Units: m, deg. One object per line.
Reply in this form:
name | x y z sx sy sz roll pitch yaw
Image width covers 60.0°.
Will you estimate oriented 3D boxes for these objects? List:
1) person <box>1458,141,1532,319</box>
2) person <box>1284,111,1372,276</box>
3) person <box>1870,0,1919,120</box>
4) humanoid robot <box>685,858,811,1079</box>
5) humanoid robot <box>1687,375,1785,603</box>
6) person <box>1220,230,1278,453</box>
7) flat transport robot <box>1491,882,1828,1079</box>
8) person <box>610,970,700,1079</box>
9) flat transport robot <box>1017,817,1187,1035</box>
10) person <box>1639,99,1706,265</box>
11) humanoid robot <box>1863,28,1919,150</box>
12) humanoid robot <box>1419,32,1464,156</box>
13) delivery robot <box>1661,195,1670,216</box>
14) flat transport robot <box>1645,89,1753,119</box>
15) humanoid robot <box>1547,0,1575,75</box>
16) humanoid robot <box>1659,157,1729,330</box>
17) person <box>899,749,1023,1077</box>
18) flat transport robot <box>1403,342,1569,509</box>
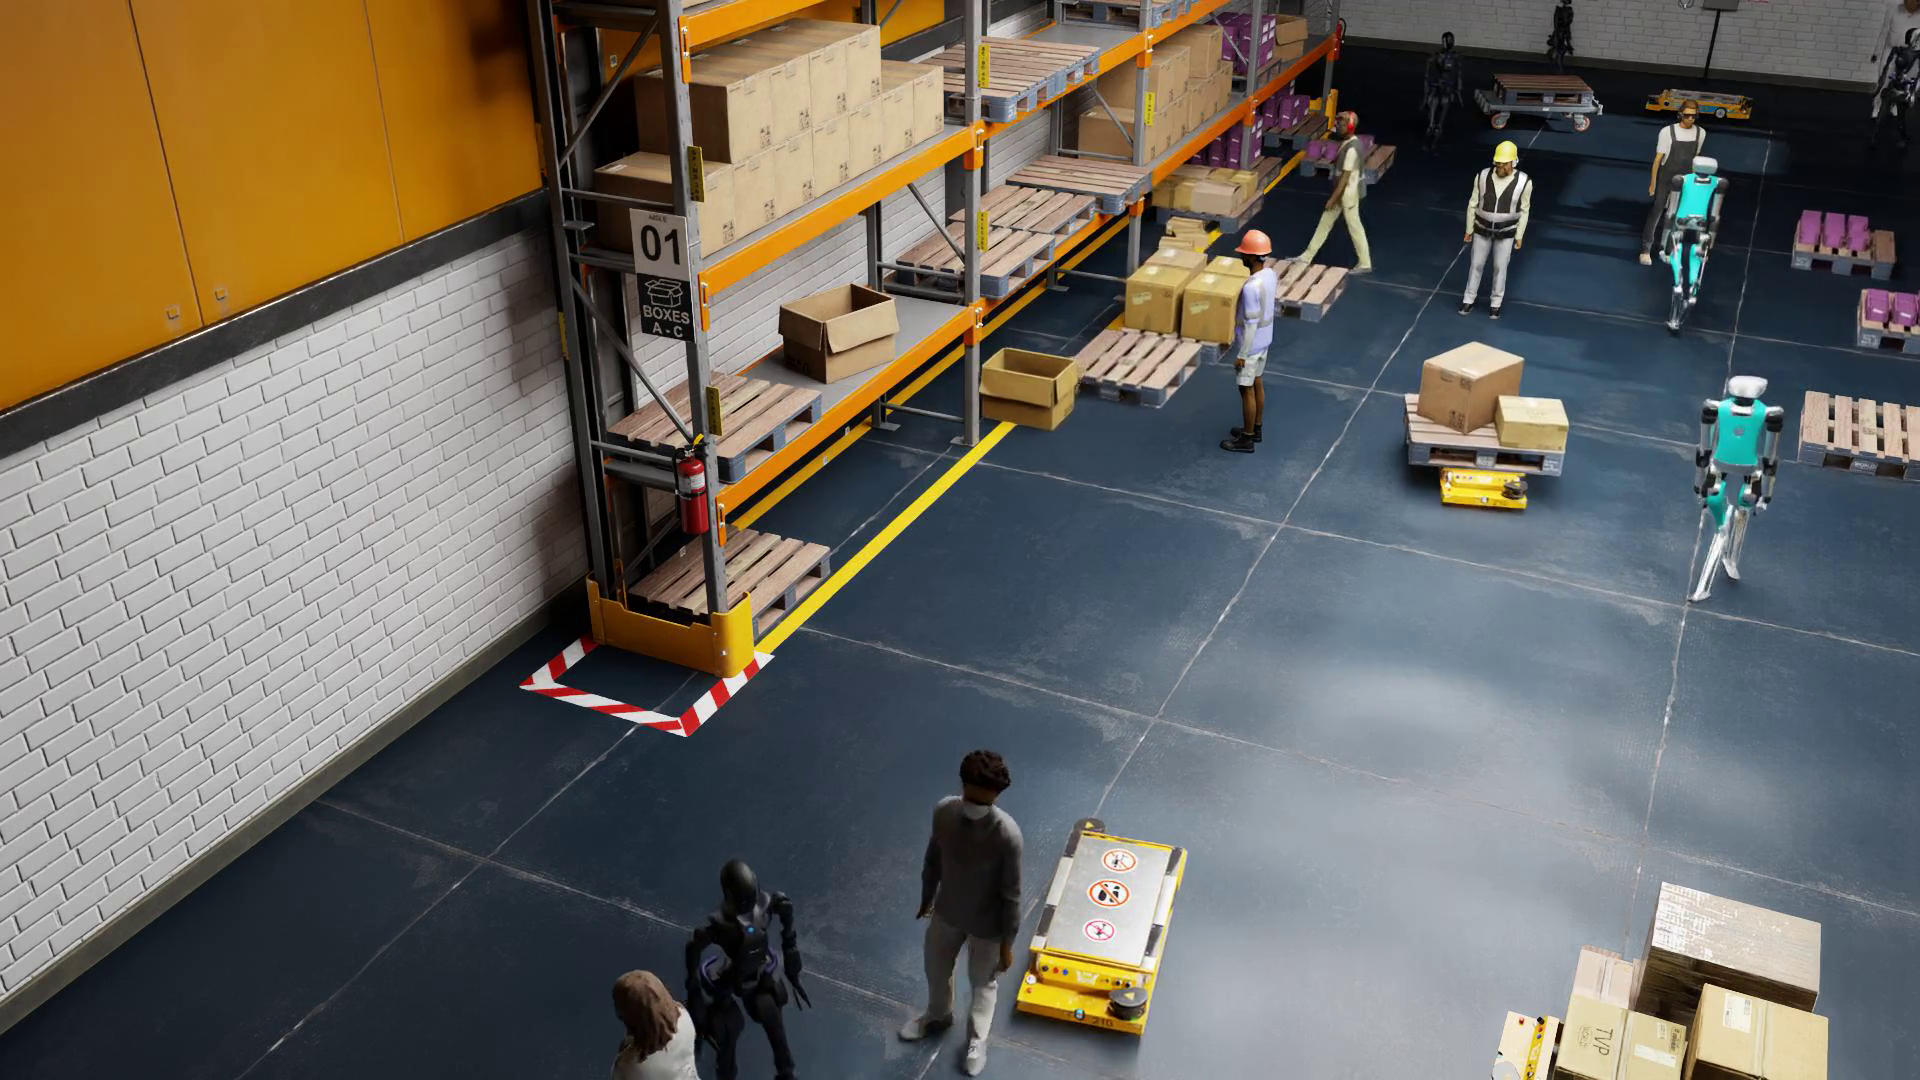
person | 5.442 -3.152 16.927 0.599 1.829 0.404 13 31 22
person | 4.113 -3.754 18.079 0.982 1.793 0.588 0 28 0
person | 13.606 -7.018 24.079 0.700 1.851 0.977 12 31 21
humanoid robot | -0.953 2.054 7.459 0.612 1.629 0.605 -19 33 -31
humanoid robot | 5.564 -0.428 11.988 0.572 1.767 0.920 14 31 24
person | 2.443 -1.677 14.083 0.371 1.934 0.550 14 31 24
flat transport robot | 3.262 2.645 7.824 1.431 0.231 0.659 13 31 22
person | -1.288 2.392 6.838 0.576 1.643 0.501 14 31 24
flat transport robot | 0.791 2.040 8.946 0.659 0.231 1.431 8 29 14
person | 7.892 -3.954 18.400 0.512 1.843 0.329 -1 28 -2
humanoid robot | 12.835 -6.137 22.678 0.742 1.654 0.601 -15 32 -25
humanoid robot | 6.480 -6.006 22.391 0.596 1.644 0.425 -5 29 -9
delivery robot | 8.786 -4.181 20.184 0.499 0.600 0.802 17 33 29
flat transport robot | 11.016 -6.498 24.777 1.431 0.231 0.659 13 31 22
humanoid robot | 9.037 -7.414 24.995 0.458 1.651 0.586 22 35 34
humanoid robot | 7.235 -2.839 16.473 0.542 1.797 0.854 4 29 8
person | 0.053 1.732 7.832 0.611 1.879 0.368 18 33 30
flat transport robot | 4.348 -0.675 13.980 0.659 0.231 1.431 5 29 9
